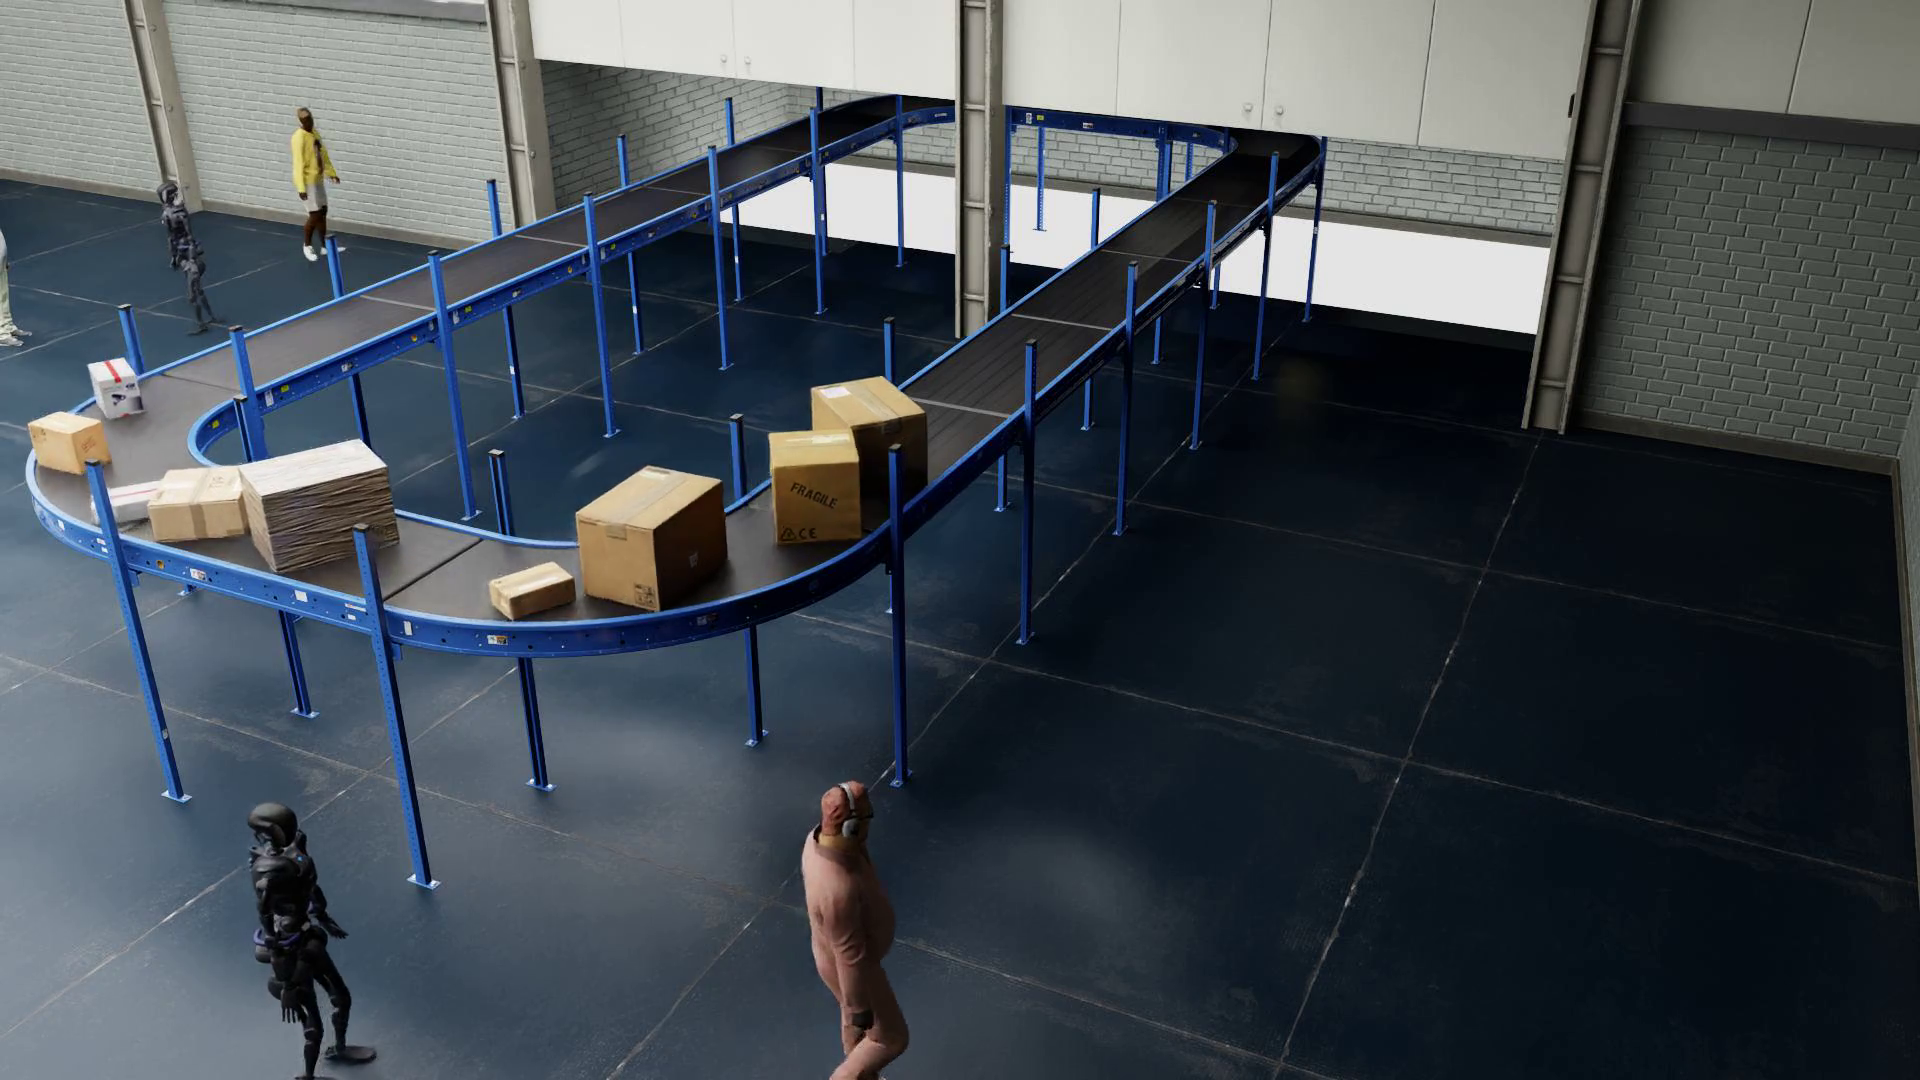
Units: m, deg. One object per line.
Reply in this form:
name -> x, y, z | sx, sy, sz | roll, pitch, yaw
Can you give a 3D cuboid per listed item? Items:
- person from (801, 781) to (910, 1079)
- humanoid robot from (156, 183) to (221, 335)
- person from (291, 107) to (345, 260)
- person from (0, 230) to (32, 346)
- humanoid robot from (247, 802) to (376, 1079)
person -> -0.475, 1.948, 7.722 | 0.466, 1.888, 0.673 | -5, 27, -10
humanoid robot -> -8.406, -3.084, 18.125 | 0.599, 1.647, 0.379 | 22, 34, 37
person -> -8.024, -4.434, 20.606 | 0.415, 1.884, 0.752 | 1, 26, 3
person -> -10.306, -2.955, 17.771 | 0.343, 1.741, 0.562 | -5, 27, -9
humanoid robot -> -3.139, 1.953, 7.949 | 0.348, 1.650, 0.609 | -1, 26, -2
